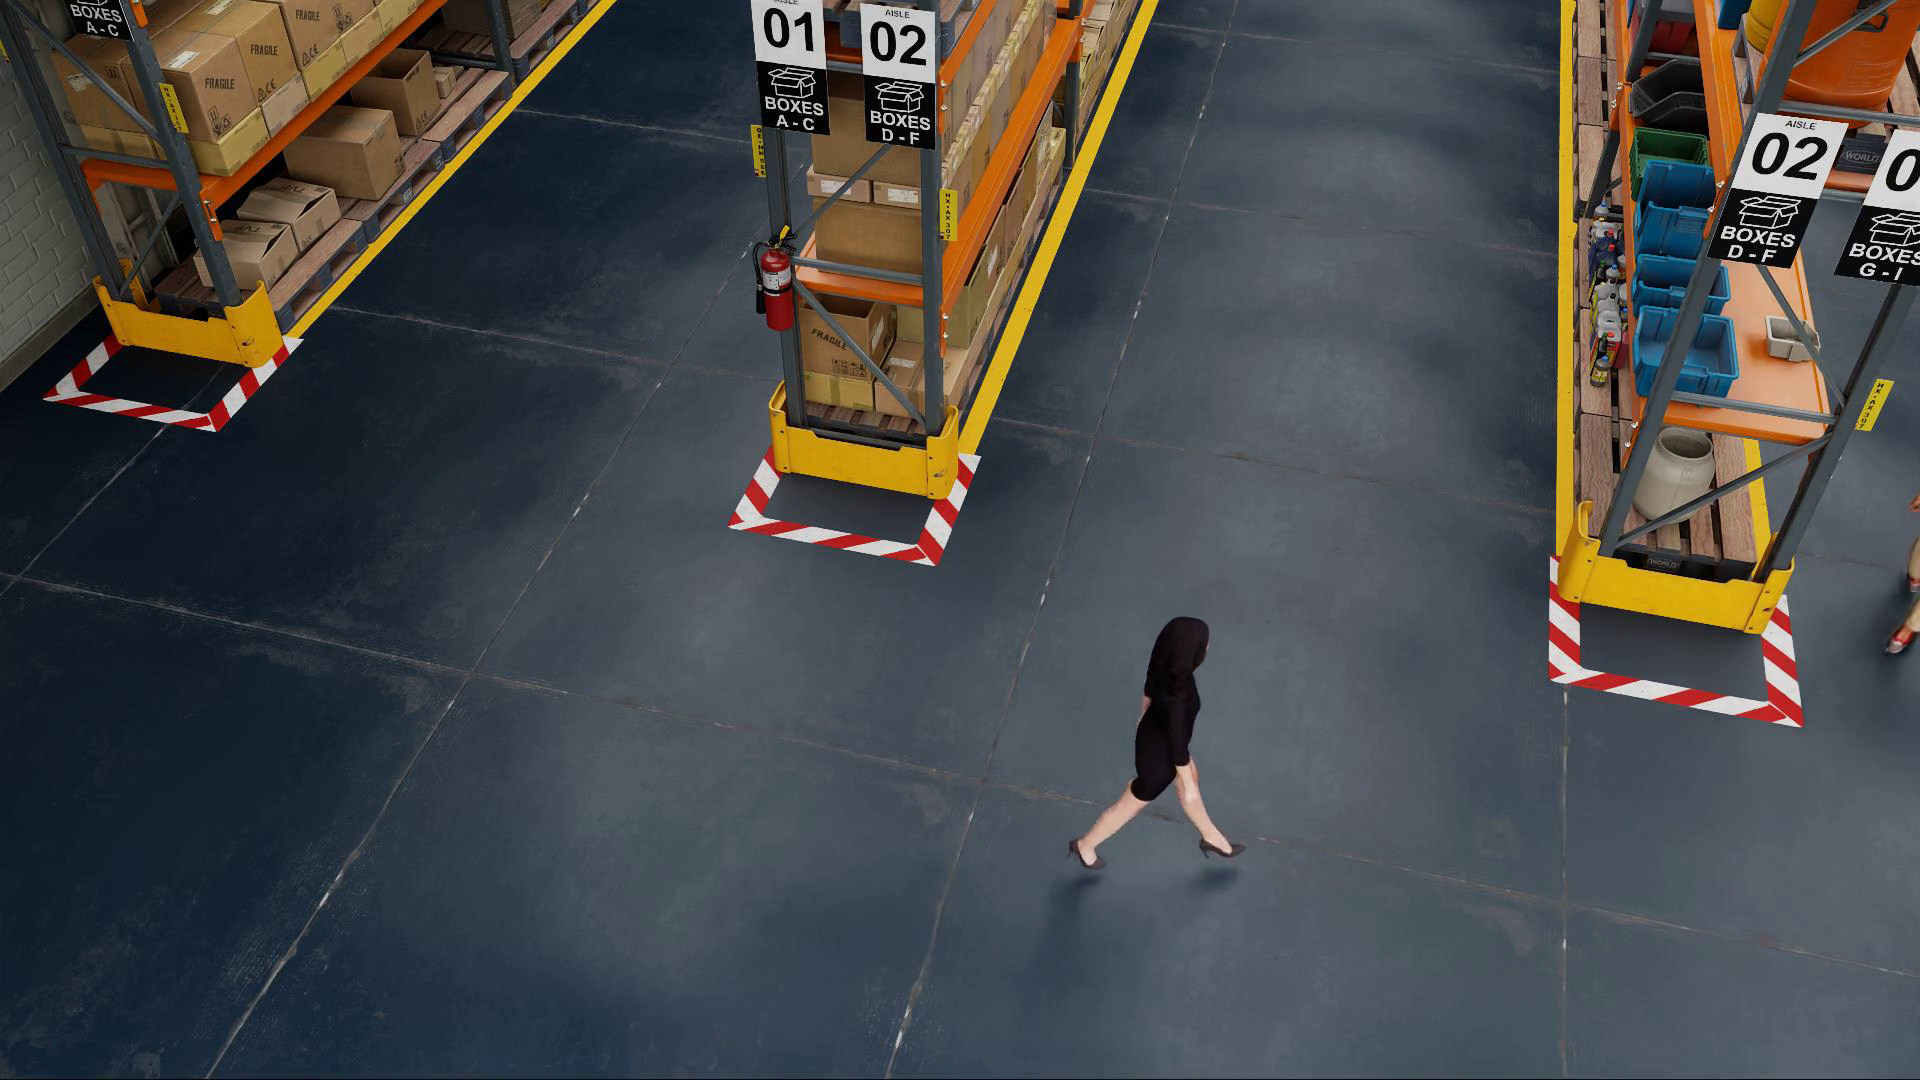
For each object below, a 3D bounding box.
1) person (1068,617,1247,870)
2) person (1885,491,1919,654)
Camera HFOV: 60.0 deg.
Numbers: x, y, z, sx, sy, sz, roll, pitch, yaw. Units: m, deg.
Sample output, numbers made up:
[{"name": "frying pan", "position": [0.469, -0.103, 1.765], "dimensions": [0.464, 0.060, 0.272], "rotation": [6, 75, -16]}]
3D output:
[{"name": "person", "position": [0.857, 1.034, 7.854], "dimensions": [0.879, 1.747, 1.130], "rotation": [1, 43, 1]}, {"name": "person", "position": [5.430, -0.108, 9.023], "dimensions": [1.004, 1.821, 1.182], "rotation": [32, 52, 30]}]
